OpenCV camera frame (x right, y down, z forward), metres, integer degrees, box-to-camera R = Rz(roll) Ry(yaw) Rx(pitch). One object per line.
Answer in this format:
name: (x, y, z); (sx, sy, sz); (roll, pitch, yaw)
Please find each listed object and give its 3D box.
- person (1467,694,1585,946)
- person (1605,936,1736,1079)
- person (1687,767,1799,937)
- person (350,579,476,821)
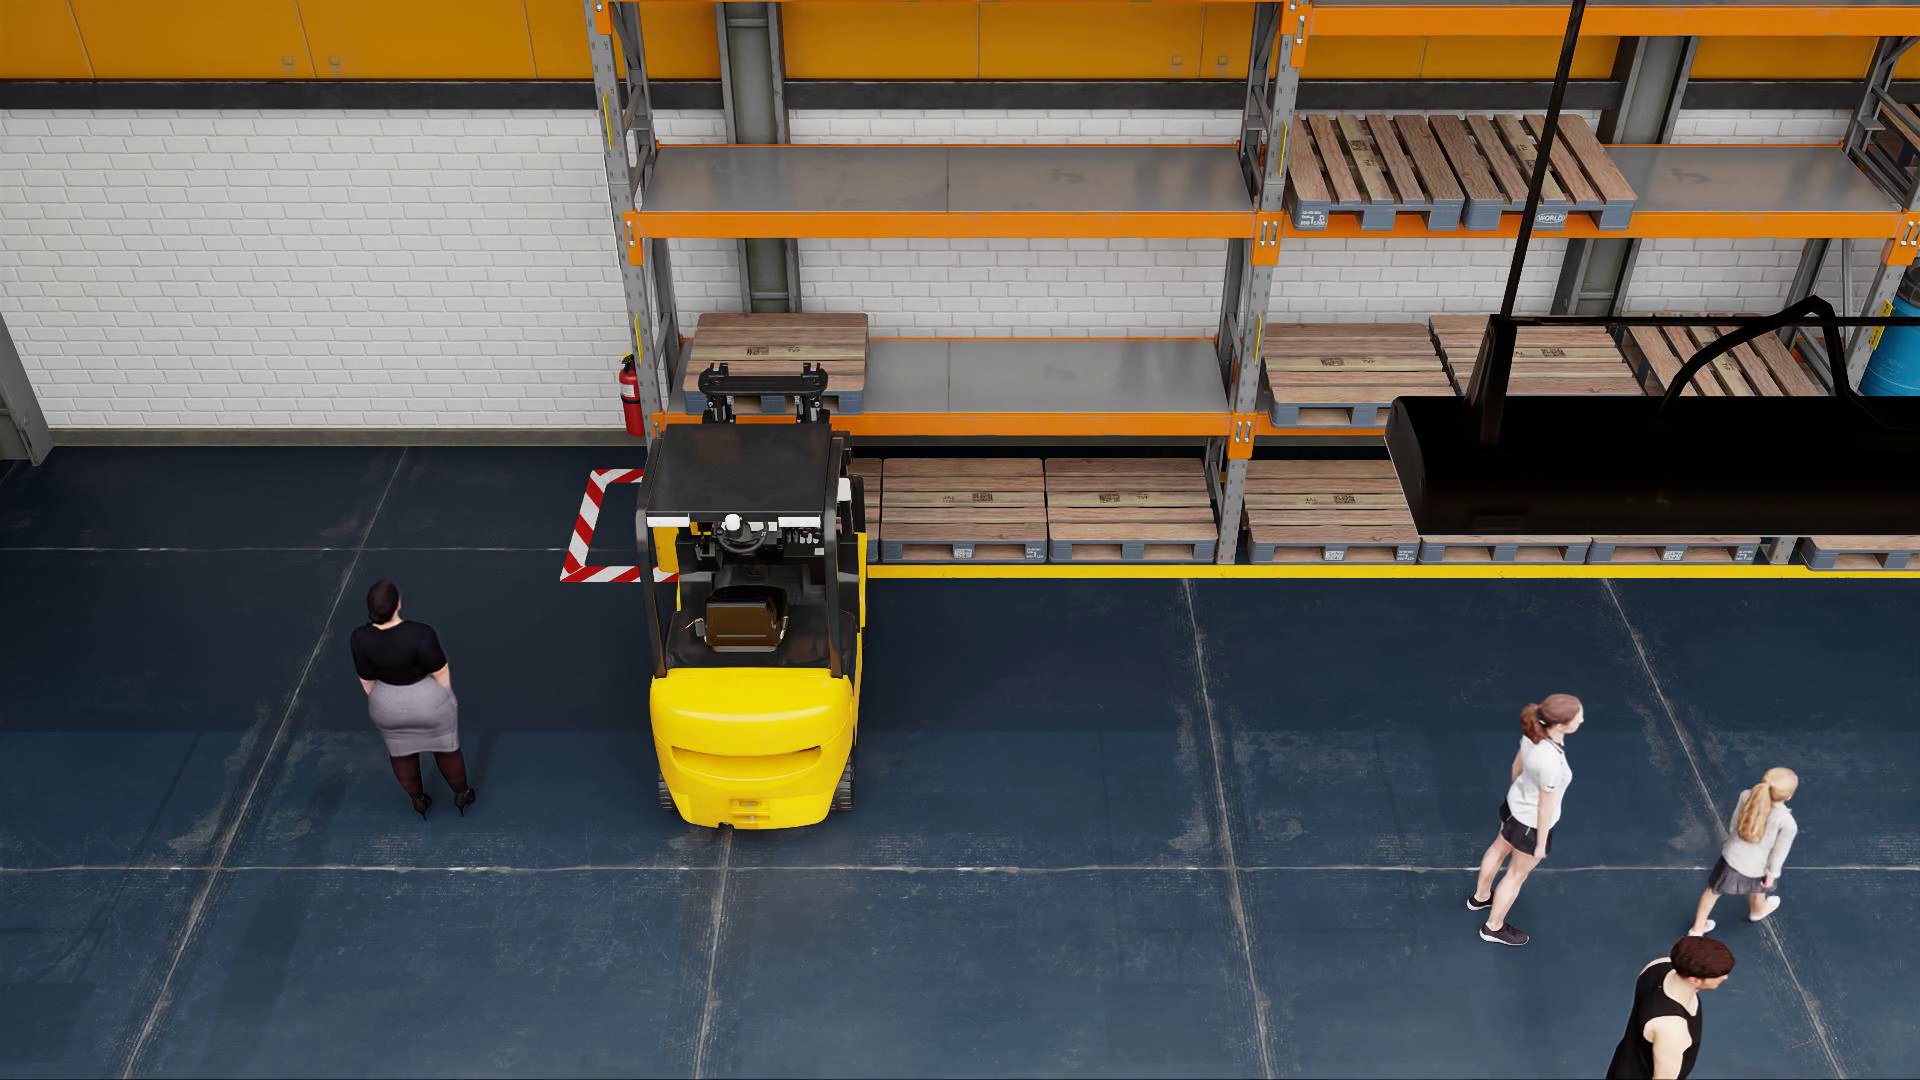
person: (3.059, 1.485, 8.975); (0.537, 1.751, 0.577); (-2, 39, -2)
person: (3.160, 2.450, 7.655); (0.648, 1.891, 0.740); (7, 39, 9)
person: (4.253, 1.746, 9.048); (0.899, 1.252, 0.782); (-22, 44, -25)
person: (-3.175, 0.951, 9.636); (0.559, 1.759, 0.720); (-2, 39, -3)
